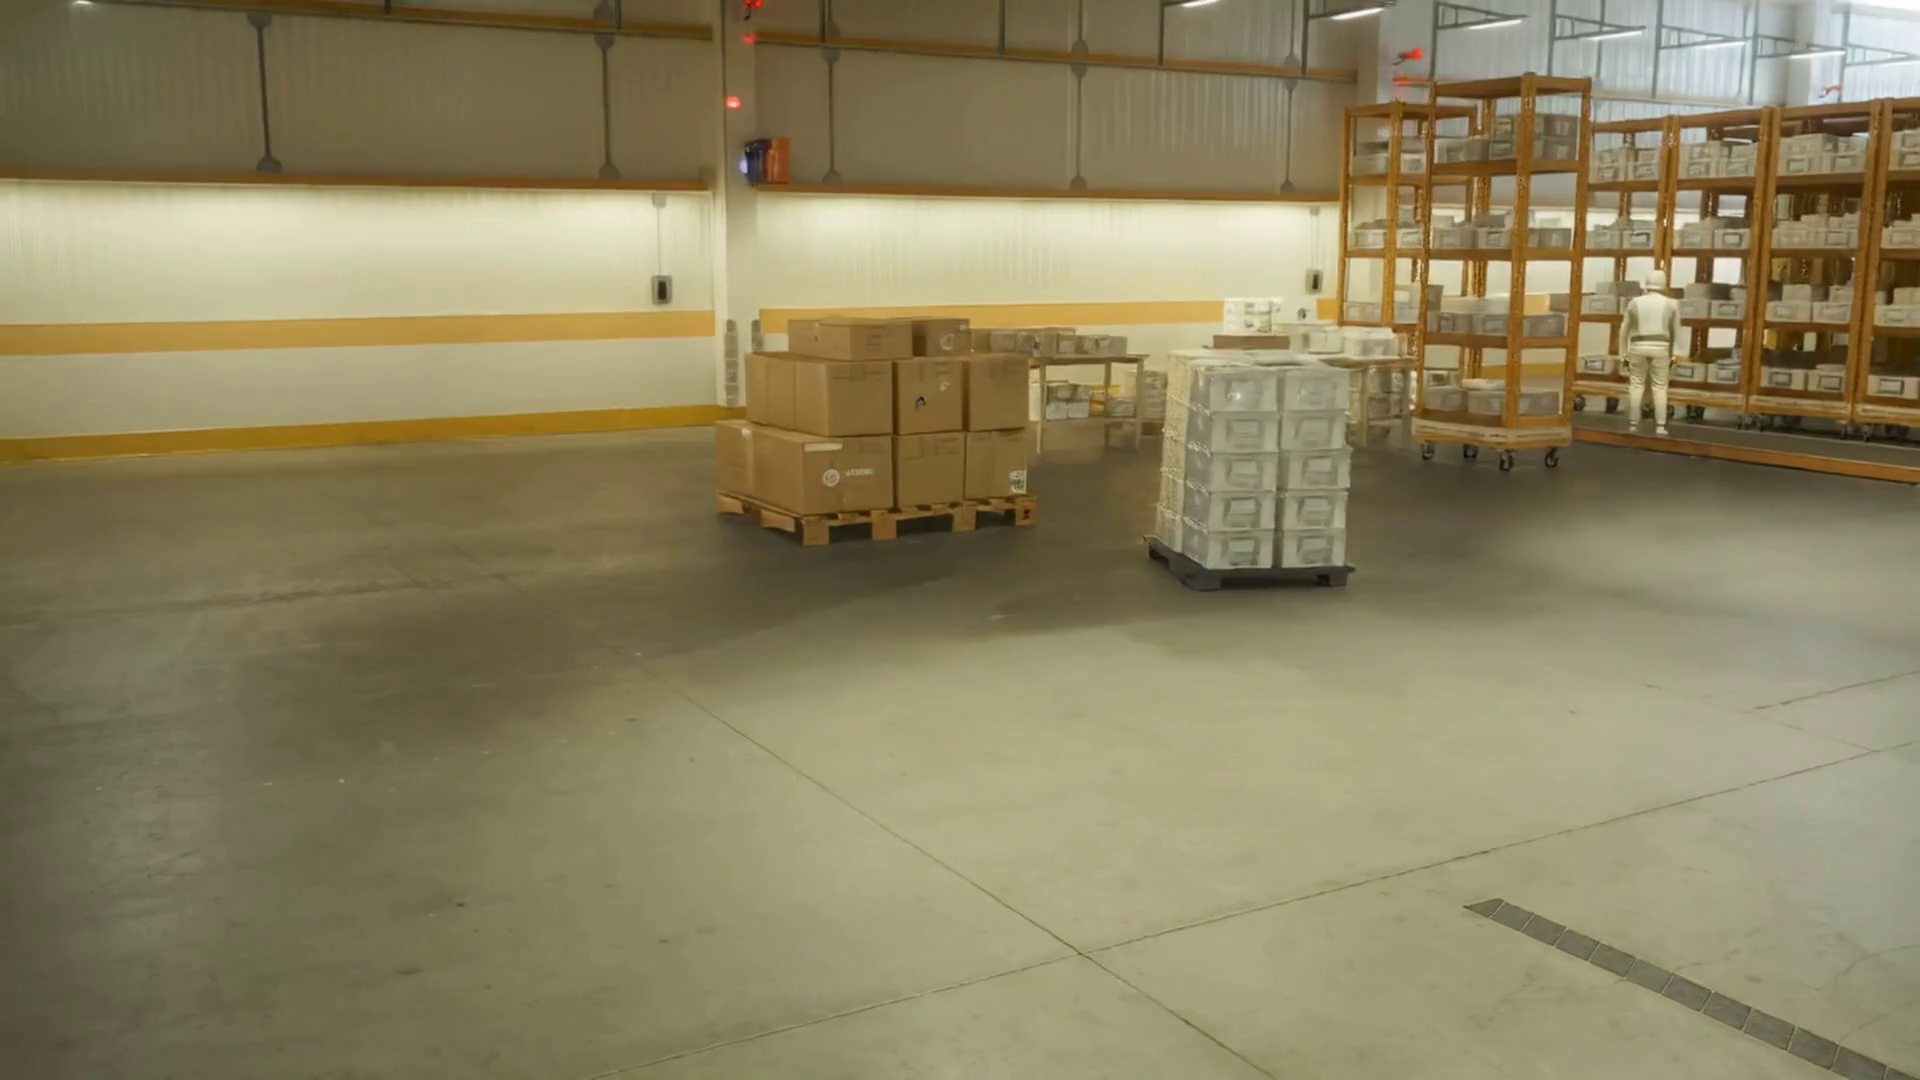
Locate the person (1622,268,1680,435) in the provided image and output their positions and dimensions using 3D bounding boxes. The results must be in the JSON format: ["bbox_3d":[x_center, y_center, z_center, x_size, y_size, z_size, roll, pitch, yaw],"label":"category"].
[{"bbox_3d":[7.620,-2.069,18.355,0.586,1.833,0.403,5,11,26],"label":"person"}]
